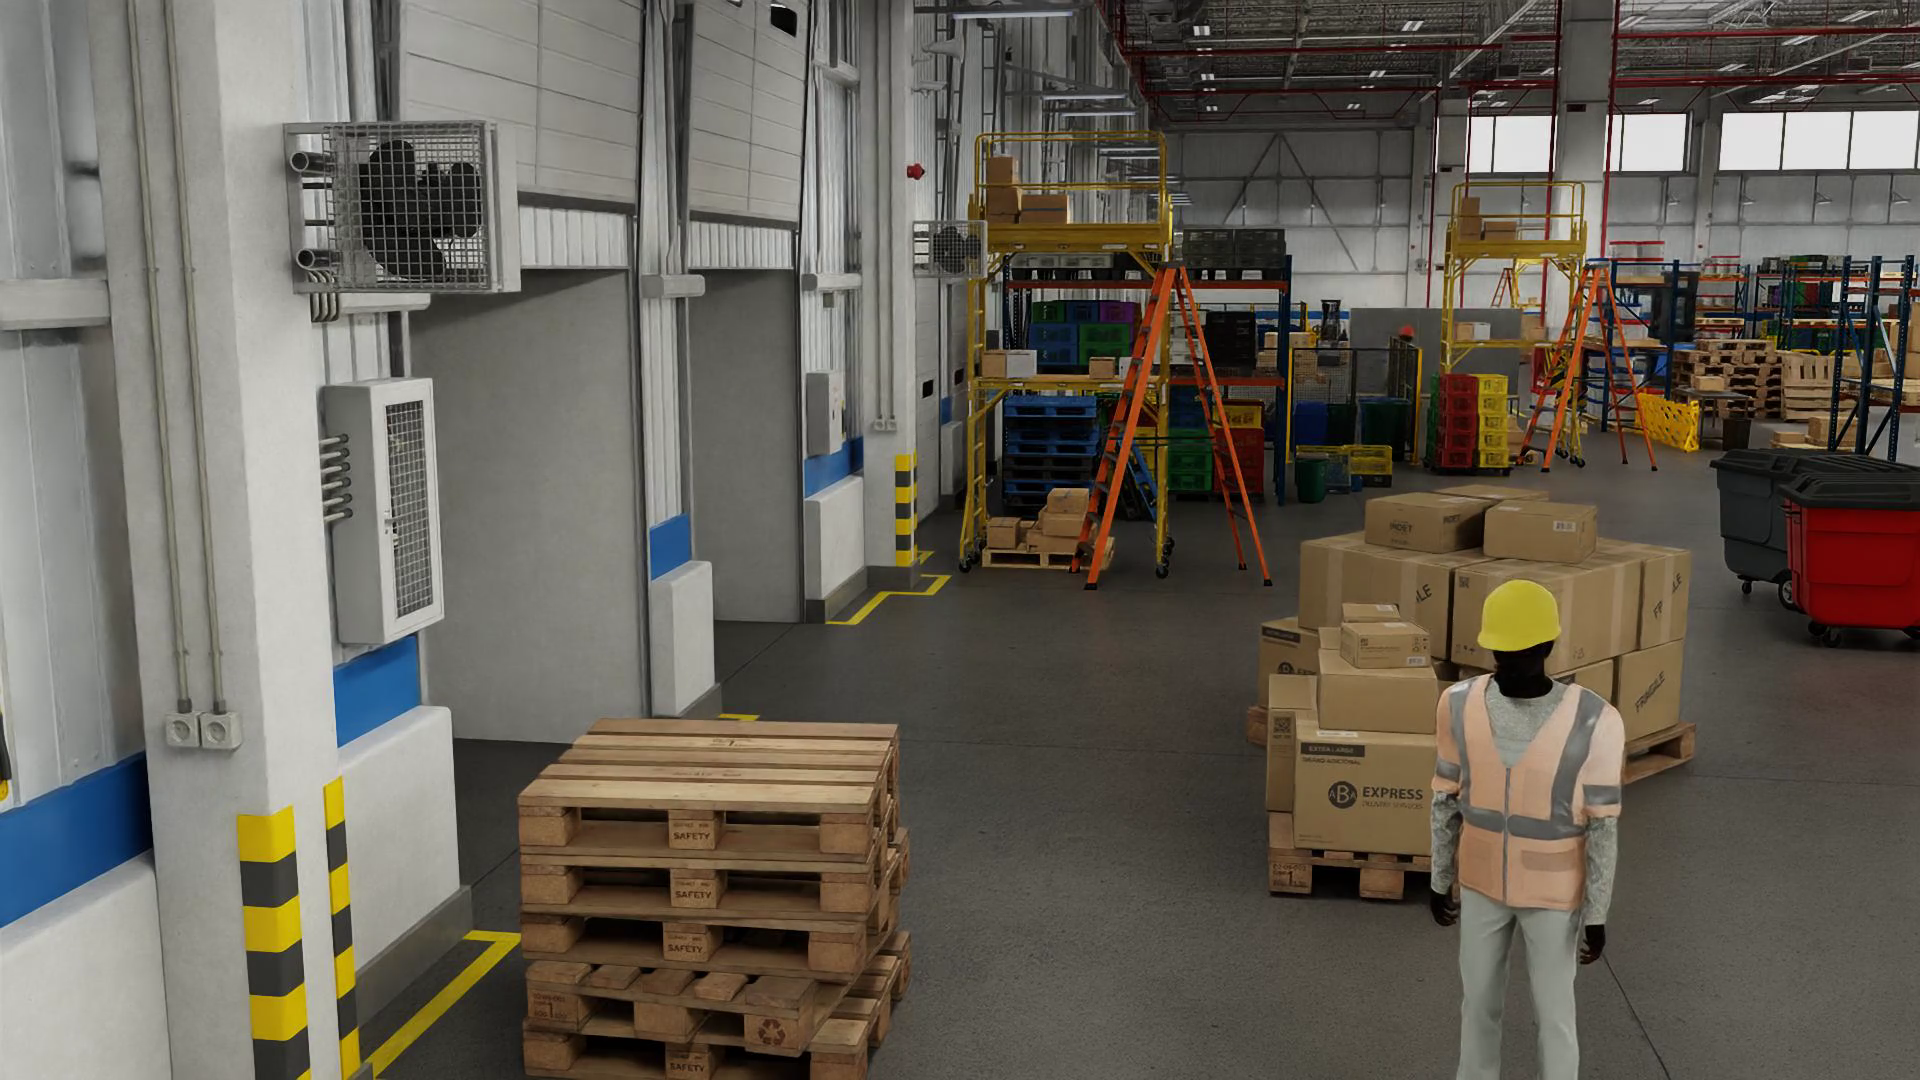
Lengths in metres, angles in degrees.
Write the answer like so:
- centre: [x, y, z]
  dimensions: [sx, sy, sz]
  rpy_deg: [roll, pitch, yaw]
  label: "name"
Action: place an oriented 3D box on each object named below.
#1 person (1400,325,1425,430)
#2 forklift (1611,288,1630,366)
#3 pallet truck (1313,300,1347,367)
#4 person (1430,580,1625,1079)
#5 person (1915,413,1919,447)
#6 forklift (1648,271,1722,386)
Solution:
- centre: [7.988, -2.931, 29.941]
  dimensions: [0.555, 1.881, 1.035]
  rpy_deg: [-5, 10, -29]
  label: "person"
- centre: [17.816, -6.092, 46.339]
  dimensions: [1.873, 2.768, 1.129]
  rpy_deg: [-5, 11, -30]
  label: "forklift"
- centre: [11.159, -6.200, 49.718]
  dimensions: [0.823, 1.965, 1.885]
  rpy_deg: [4, 10, 26]
  label: "pallet truck"
- centre: [1.726, 1.065, 5.170]
  dimensions: [0.586, 1.919, 0.398]
  rpy_deg: [7, 12, 38]
  label: "person"
- centre: [15.619, -2.343, 26.734]
  dimensions: [0.319, 1.739, 0.484]
  rpy_deg: [9, 13, 43]
  label: "person"
- centre: [17.345, -5.090, 40.156]
  dimensions: [1.129, 2.768, 1.873]
  rpy_deg: [-4, 10, -24]
  label: "forklift"
